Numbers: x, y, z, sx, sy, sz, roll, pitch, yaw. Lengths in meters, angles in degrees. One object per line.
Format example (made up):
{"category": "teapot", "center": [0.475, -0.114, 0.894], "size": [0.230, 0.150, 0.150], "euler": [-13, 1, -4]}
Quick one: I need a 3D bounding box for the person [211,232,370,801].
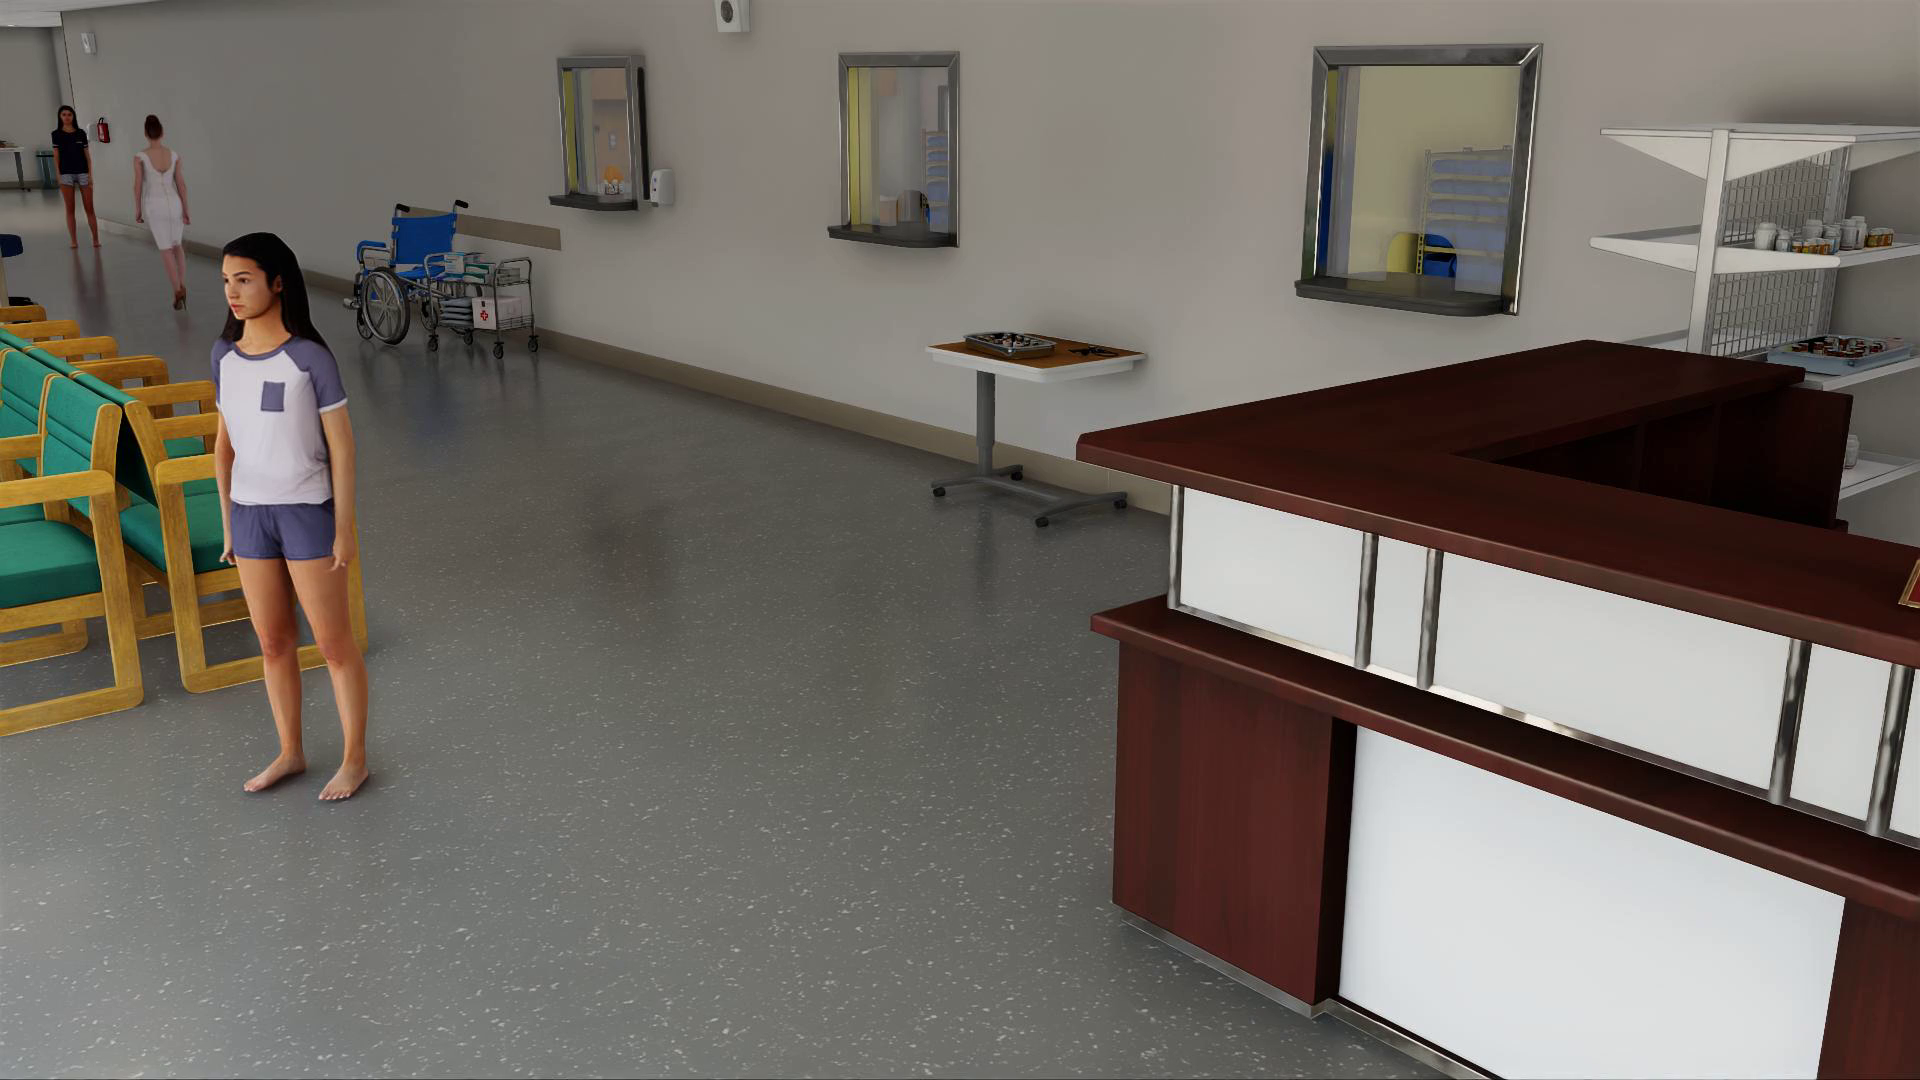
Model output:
{"category": "person", "center": [-2.028, -0.057, 5.033], "size": [0.652, 1.733, 0.676], "euler": [4, 16, 13]}

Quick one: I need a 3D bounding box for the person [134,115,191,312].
{"category": "person", "center": [-7.355, -3.008, 15.422], "size": [0.668, 1.777, 0.633], "euler": [-14, 21, -41]}

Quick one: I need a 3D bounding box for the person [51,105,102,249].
{"category": "person", "center": [-11.244, -4.615, 21.140], "size": [0.515, 1.765, 0.665], "euler": [-9, 18, -28]}
